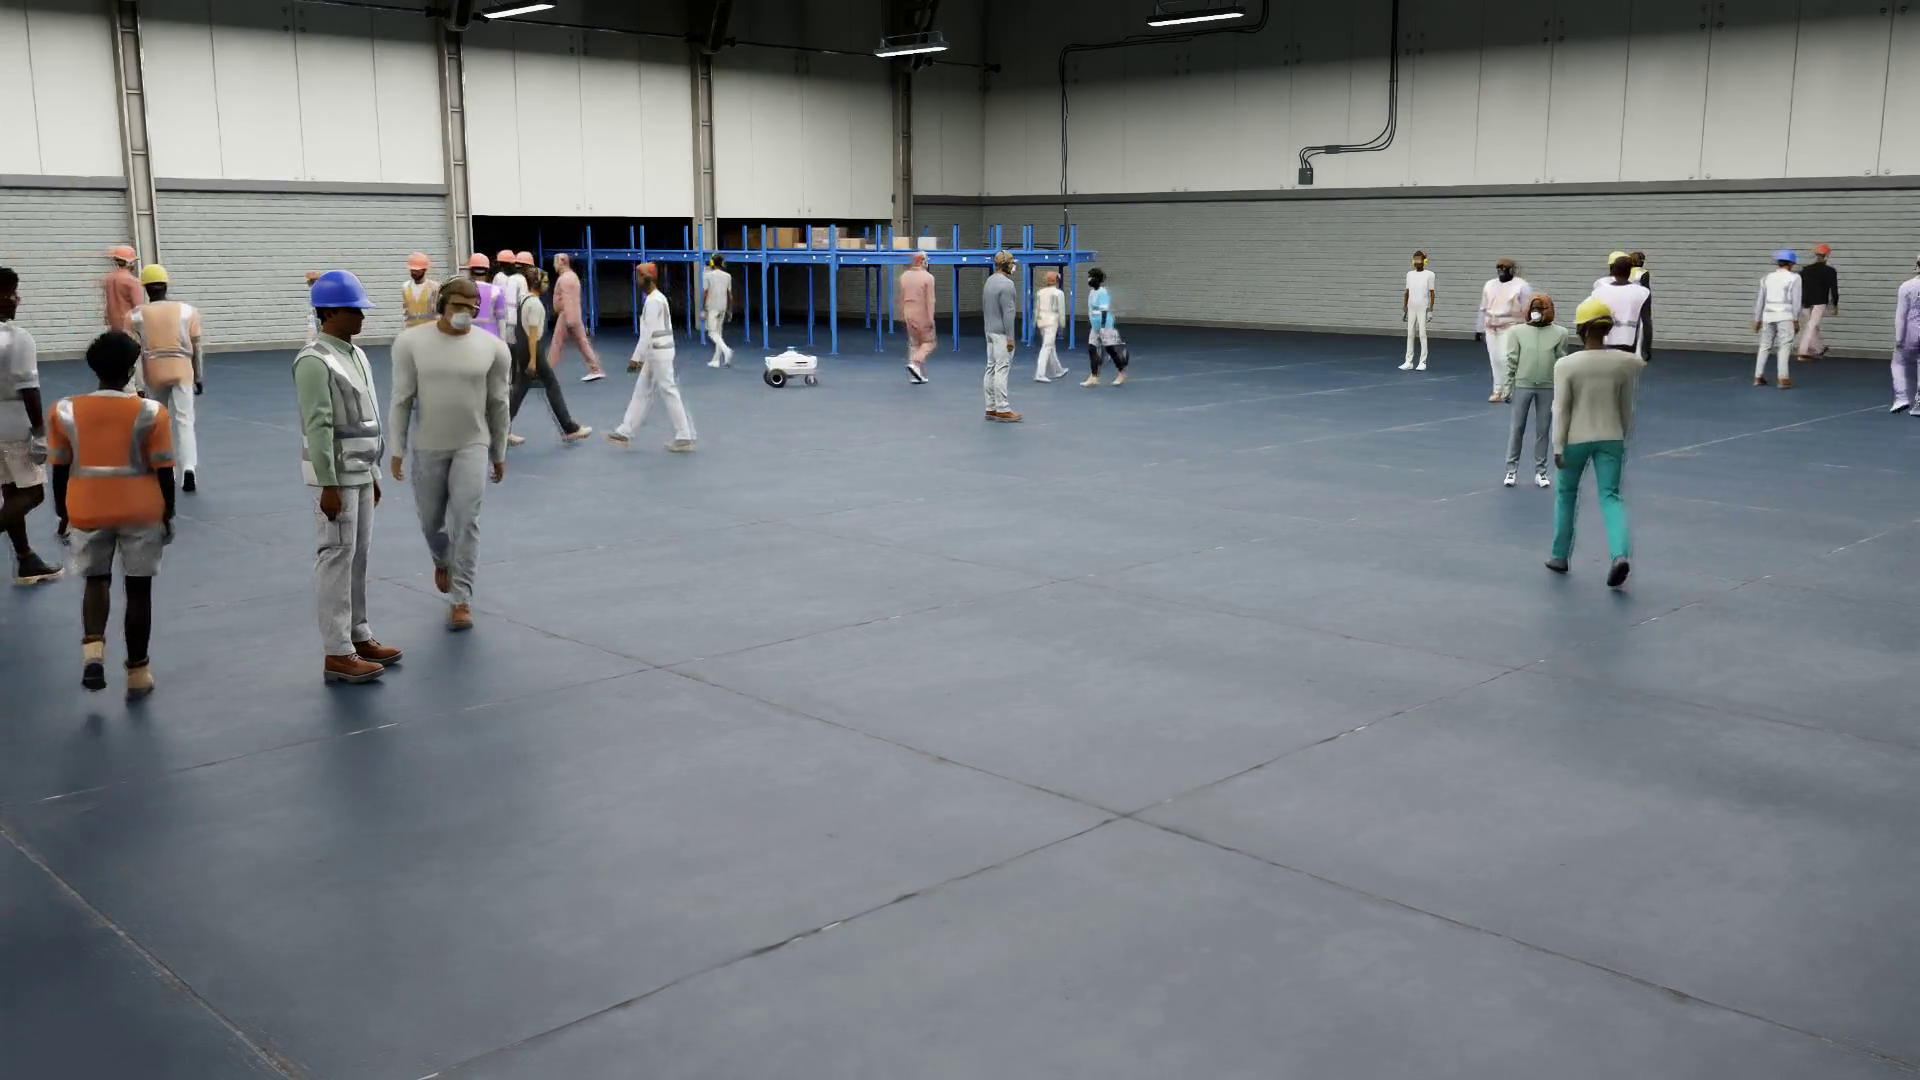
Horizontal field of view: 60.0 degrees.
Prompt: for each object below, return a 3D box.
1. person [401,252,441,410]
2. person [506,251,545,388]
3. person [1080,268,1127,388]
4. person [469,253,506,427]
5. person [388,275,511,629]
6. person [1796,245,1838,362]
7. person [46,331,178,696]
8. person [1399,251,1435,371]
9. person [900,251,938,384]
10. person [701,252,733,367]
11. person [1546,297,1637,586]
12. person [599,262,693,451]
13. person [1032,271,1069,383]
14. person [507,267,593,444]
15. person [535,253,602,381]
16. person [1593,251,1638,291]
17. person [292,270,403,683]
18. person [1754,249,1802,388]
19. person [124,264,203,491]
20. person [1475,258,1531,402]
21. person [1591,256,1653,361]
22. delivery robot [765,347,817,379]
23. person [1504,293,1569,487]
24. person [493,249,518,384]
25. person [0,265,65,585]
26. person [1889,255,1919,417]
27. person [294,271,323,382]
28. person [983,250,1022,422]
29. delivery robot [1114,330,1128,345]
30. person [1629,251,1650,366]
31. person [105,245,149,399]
[{"bbox_3d":[-6.398,-2.461,19.814,0.559,1.910,0.507,2,11,11],"label":"person"},{"bbox_3d":[-6.177,-3.030,22.981,0.893,1.901,0.557,-10,14,-43],"label":"person"},{"bbox_3d":[2.053,-2.976,23.321,0.705,1.657,0.631,-3,11,-13],"label":"person"},{"bbox_3d":[-5.251,-2.170,18.193,0.583,1.917,0.500,-2,11,-13],"label":"person"},{"bbox_3d":[-2.810,-0.510,9.205,0.679,1.903,0.796,-3,11,-17],"label":"person"},{"bbox_3d":[14.506,-3.996,28.076,1.044,1.937,0.647,-6,12,-30],"label":"person"},{"bbox_3d":[-3.841,-0.108,7.588,0.549,1.678,0.391,-2,11,-13],"label":"person"},{"bbox_3d":[7.205,-3.611,26.192,0.533,1.866,0.315,10,14,43],"label":"person"},{"bbox_3d":[-0.595,-3.175,23.758,0.646,1.893,0.475,9,13,39],"label":"person"},{"bbox_3d":[-3.878,-3.690,26.671,0.528,1.855,0.717,-9,13,-39],"label":"person"},{"bbox_3d":[3.879,-0.612,10.179,0.520,1.736,0.836,1,10,3],"label":"person"},{"bbox_3d":[-3.104,-1.786,16.317,0.987,1.836,0.603,-2,11,-10],"label":"person"},{"bbox_3d":[1.348,-3.100,24.193,0.928,1.577,0.554,-9,14,-40],"label":"person"},{"bbox_3d":[-4.298,-1.865,16.897,1.010,1.785,0.522,-6,12,-31],"label":"person"},{"bbox_3d":[-5.705,-3.219,24.104,1.034,1.850,0.666,0,10,2],"label":"person"},{"bbox_3d":[8.287,-2.708,21.147,0.606,1.908,0.420,0,10,-2],"label":"person"},{"bbox_3d":[-2.951,-0.313,7.988,0.389,1.948,0.609,0,10,-2],"label":"person"},{"bbox_3d":[11.505,-3.115,23.352,0.427,1.939,0.633,-5,12,-28],"label":"person"},{"bbox_3d":[-6.629,-1.363,13.910,0.573,1.885,0.958,-5,11,-25],"label":"person"},{"bbox_3d":[6.876,-2.666,21.149,0.456,1.825,0.638,-9,14,-40],"label":"person"},{"bbox_3d":[7.016,-2.051,17.661,0.615,1.883,0.896,6,12,28],"label":"person"},{"bbox_3d":[-2.386,-2.486,23.498,0.707,0.478,0.477,-2,11,-13],"label":"delivery robot"},{"bbox_3d":[4.861,-1.269,14.060,0.505,1.631,0.281,2,11,11],"label":"person"},{"bbox_3d":[-6.555,-3.177,23.699,0.743,1.914,0.540,-2,11,-10],"label":"person"},{"bbox_3d":[-5.746,-0.663,9.919,0.605,1.945,0.698,4,11,20],"label":"person"},{"bbox_3d":[11.278,-2.398,19.538,0.650,1.891,0.487,1,10,6],"label":"person"},{"bbox_3d":[-9.160,-3.064,23.914,0.820,1.605,0.506,0,10,-2],"label":"person"},{"bbox_3d":[0.469,-2.344,19.087,0.378,1.940,0.629,-4,11,-22],"label":"person"},{"bbox_3d":[2.580,-3.360,27.555,0.335,0.223,0.698,3,11,14],"label":"delivery robot"},{"bbox_3d":[11.027,-3.785,27.213,0.430,1.845,0.619,-6,12,-28],"label":"person"},{"bbox_3d":[-10.409,-2.716,20.997,0.651,1.978,0.594,7,13,34],"label":"person"}]
